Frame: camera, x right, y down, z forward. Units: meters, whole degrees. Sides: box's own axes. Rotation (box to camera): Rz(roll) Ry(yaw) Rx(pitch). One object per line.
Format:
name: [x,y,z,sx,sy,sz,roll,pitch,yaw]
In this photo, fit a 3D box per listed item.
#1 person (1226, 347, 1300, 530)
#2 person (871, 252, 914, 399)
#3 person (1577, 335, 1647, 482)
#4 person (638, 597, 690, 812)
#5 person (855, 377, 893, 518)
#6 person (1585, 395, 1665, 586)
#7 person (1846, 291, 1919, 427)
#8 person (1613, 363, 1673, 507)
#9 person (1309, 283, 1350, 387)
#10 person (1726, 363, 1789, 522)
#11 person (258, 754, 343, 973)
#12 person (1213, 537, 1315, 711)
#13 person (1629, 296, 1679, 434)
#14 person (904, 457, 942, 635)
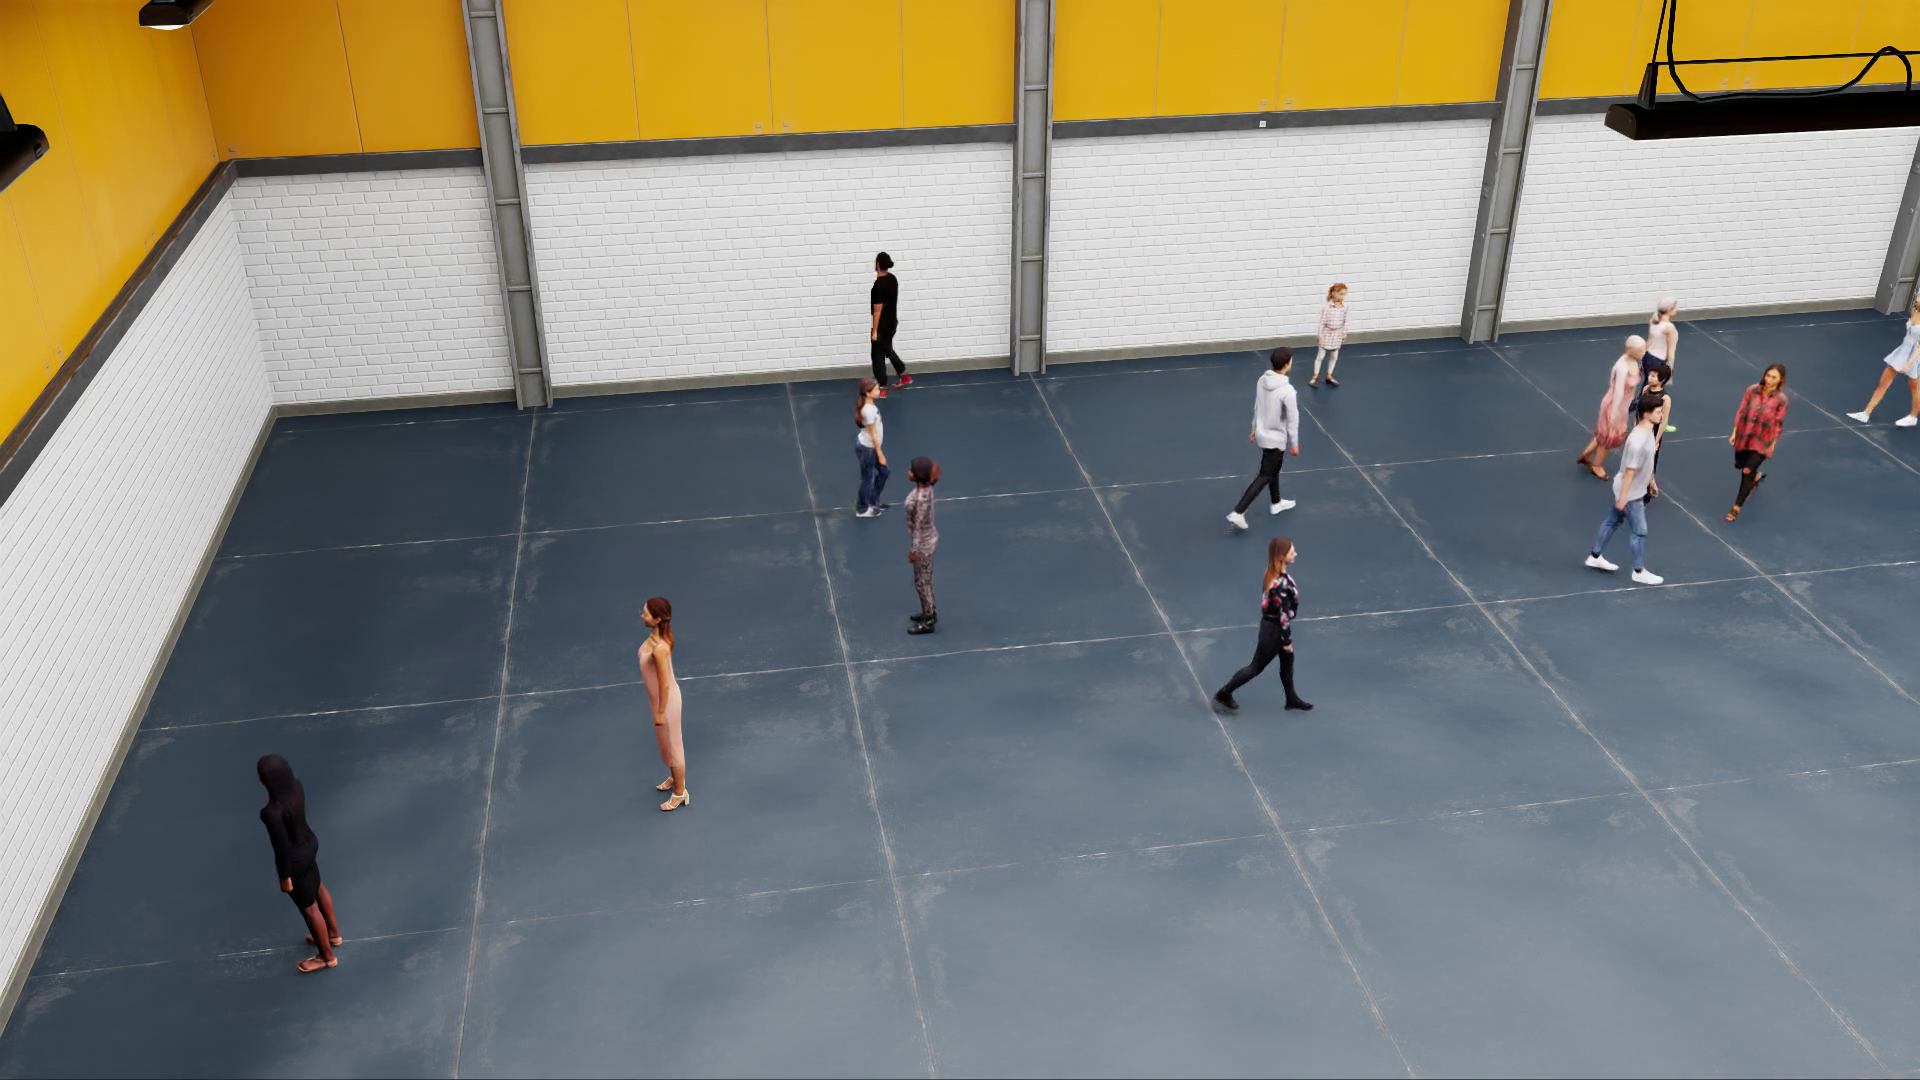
person: [3.056,-0.988,16.692,1.333,1.891,1.005,-16,32,-27]
person: [-0.864,-2.548,19.708,0.902,1.741,0.827,2,29,4]
person: [6.951,-1.422,17.721,0.879,1.667,0.820,12,31,20]
person: [-2.245,1.231,12.684,0.510,1.832,0.585,-6,29,-12]
person: [-0.991,-0.933,16.952,0.628,1.545,0.567,-1,29,-2]
person: [6.309,-0.509,15.845,1.106,1.861,1.016,14,32,24]
person: [10.882,-2.045,18.834,1.020,1.696,0.586,-5,29,-9]
person: [7.100,-1.077,17.156,0.532,1.602,0.585,-7,29,-13]
person: [4.459,-2.492,20.056,0.459,1.309,0.654,-4,29,-7]
person: [8.156,-1.038,17.006,1.125,1.678,0.917,-21,35,-33]
person: [-4.444,2.137,11.141,0.512,1.720,0.626,-3,29,-5]
person: [2.513,0.749,13.763,1.143,1.646,0.790,3,29,5]
person: [7.668,-1.882,18.566,1.187,1.666,0.638,-3,29,-6]
person: [-0.322,0.032,15.006,0.608,1.715,0.608,0,29,1]
